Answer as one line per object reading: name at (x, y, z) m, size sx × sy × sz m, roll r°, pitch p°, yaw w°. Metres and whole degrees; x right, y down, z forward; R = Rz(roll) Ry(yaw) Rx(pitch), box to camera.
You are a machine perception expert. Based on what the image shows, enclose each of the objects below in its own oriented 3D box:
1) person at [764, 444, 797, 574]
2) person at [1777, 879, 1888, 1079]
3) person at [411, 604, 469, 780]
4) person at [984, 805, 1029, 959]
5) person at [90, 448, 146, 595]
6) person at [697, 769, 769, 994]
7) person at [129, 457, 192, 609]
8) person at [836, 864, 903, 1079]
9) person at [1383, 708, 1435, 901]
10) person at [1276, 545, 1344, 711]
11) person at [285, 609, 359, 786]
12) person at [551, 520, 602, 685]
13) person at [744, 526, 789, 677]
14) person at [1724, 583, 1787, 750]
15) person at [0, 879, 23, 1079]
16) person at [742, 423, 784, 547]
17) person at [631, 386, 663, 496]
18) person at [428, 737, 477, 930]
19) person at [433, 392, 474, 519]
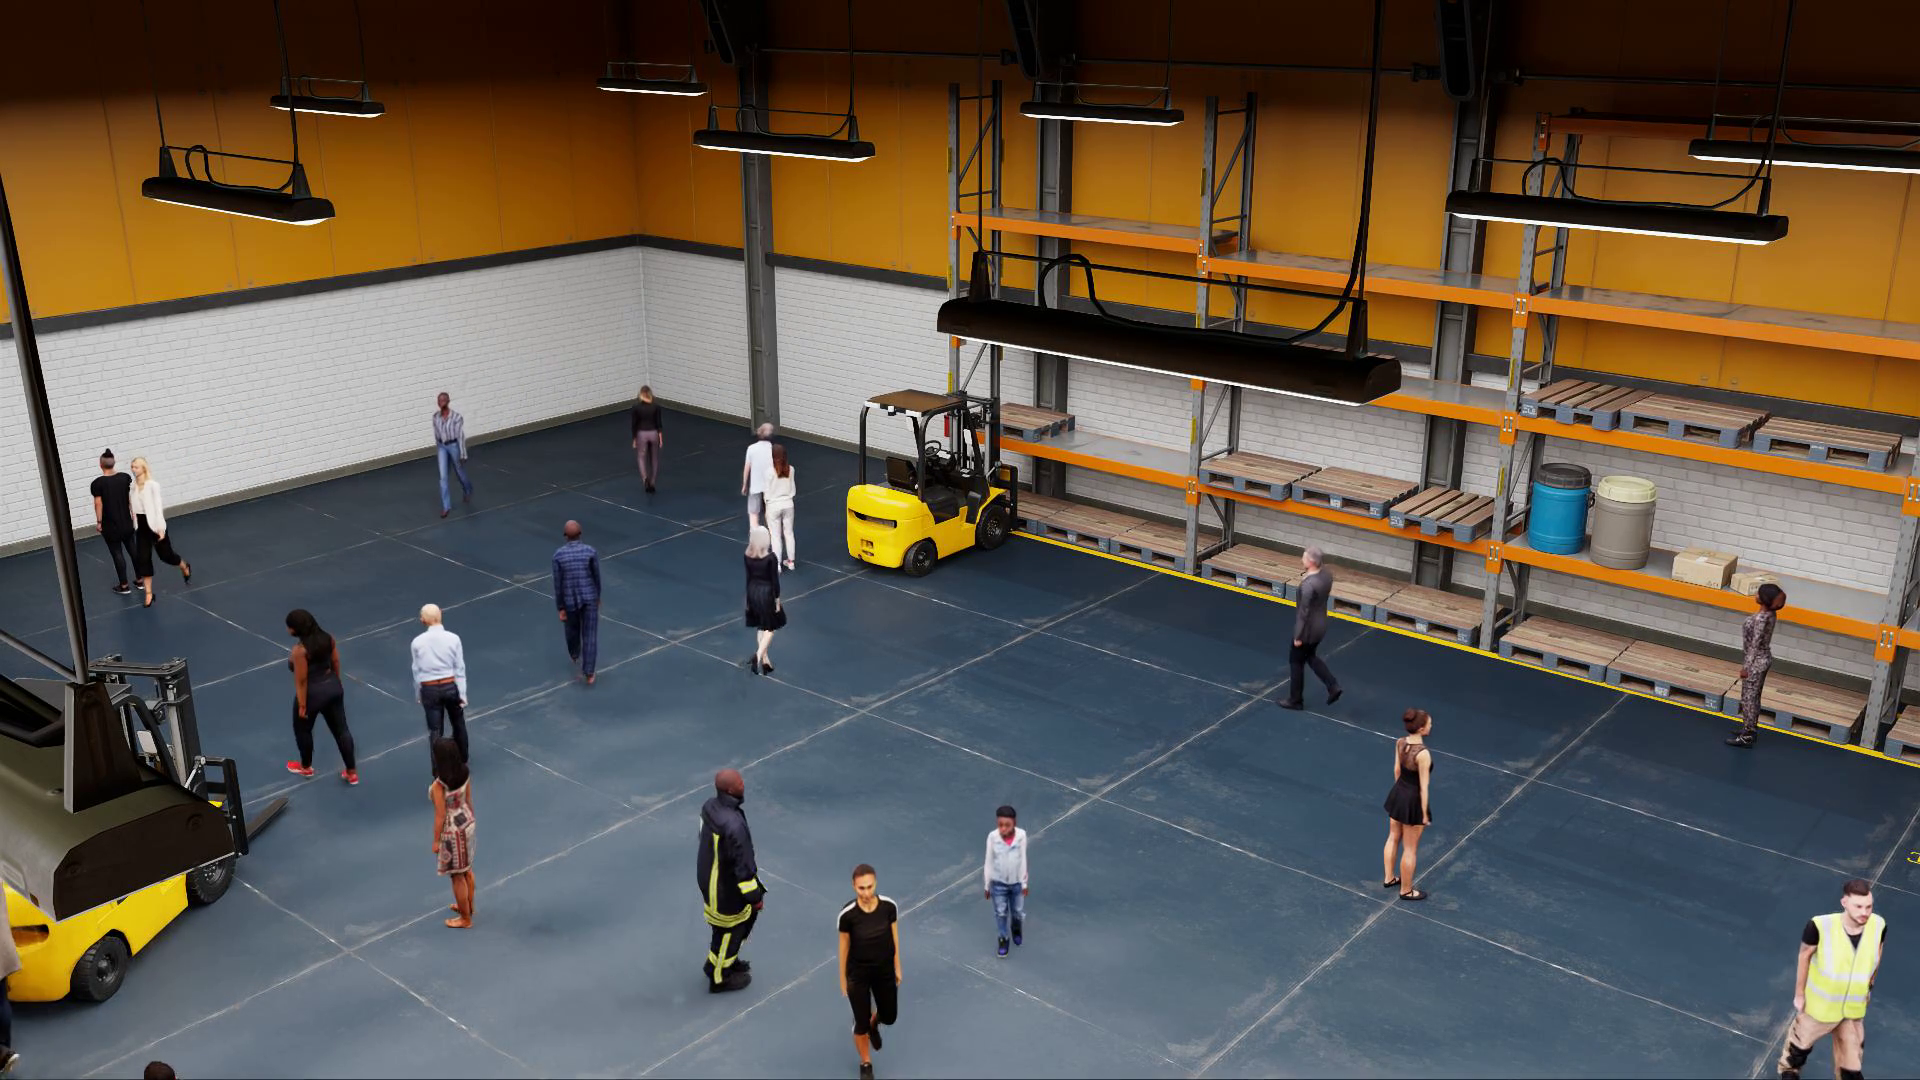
person at (-2.318, -0.421, 21.462) m, size 0.634 × 1.688 × 0.596 m, roll -14°, pitch 23°, yaw -36°
person at (5.771, 3.031, 11.053) m, size 1.212 × 1.788 × 1.193 m, roll 1°, pitch 19°, yaw 4°
person at (-4.898, 1.500, 15.646) m, size 1.000 × 1.758 × 1.209 m, roll -5°, pitch 19°, yaw -15°
person at (0.381, 2.634, 13.071) m, size 0.632 × 1.253 × 0.692 m, roll 1°, pitch 19°, yaw 3°
person at (-10.484, -0.255, 20.693) m, size 0.601 × 1.864 × 0.694 m, roll 12°, pitch 22°, yaw 33°
person at (-1.819, 2.562, 12.419) m, size 0.952 × 1.806 × 0.870 m, roll -7°, pitch 20°, yaw -21°
person at (-9.820, -0.122, 20.348) m, size 1.157 × 1.832 × 1.029 m, roll 4°, pitch 19°, yaw 12°
person at (-0.640, 2.945, 11.515) m, size 0.794 × 1.657 × 0.870 m, roll -5°, pitch 19°, yaw -15°
person at (3.726, 2.167, 13.799) m, size 0.735 × 1.674 × 0.648 m, roll -6°, pitch 20°, yaw -18°
person at (3.680, 0.934, 17.229) m, size 0.927 × 1.821 × 0.770 m, roll 13°, pitch 23°, yaw 34°
person at (-5.962, 1.507, 15.597) m, size 1.054 × 1.776 × 0.831 m, roll 12°, pitch 22°, yaw 32°
person at (-4.100, 0.697, 18.018) m, size 1.078 × 1.767 × 1.235 m, roll -5°, pitch 19°, yaw -14°
person at (-2.172, 0.710, 18.035) m, size 0.867 × 1.732 × 0.797 m, roll 7°, pitch 20°, yaw 20°
person at (7.904, 1.234, 16.507) m, size 0.546 × 1.714 × 0.559 m, roll 15°, pitch 24°, yaw 38°
person at (-6.698, 2.870, 11.387) m, size 0.902 × 1.881 × 0.826 m, roll 8°, pitch 20°, yaw 22°
person at (-2.596, -0.585, 21.823) m, size 1.278 × 1.768 × 1.285 m, roll -1°, pitch 19°, yaw -3°
person at (-4.593, -1.431, 24.500) m, size 0.835 × 1.662 × 0.930 m, roll -5°, pitch 19°, yaw -14°
person at (-4.032, 2.336, 13.338) m, size 0.726 × 1.648 × 0.733 m, roll 5°, pitch 19°, yaw 15°
person at (-7.242, -1.244, 23.799) m, size 1.166 × 1.756 × 1.110 m, roll 2°, pitch 19°, yaw 5°
